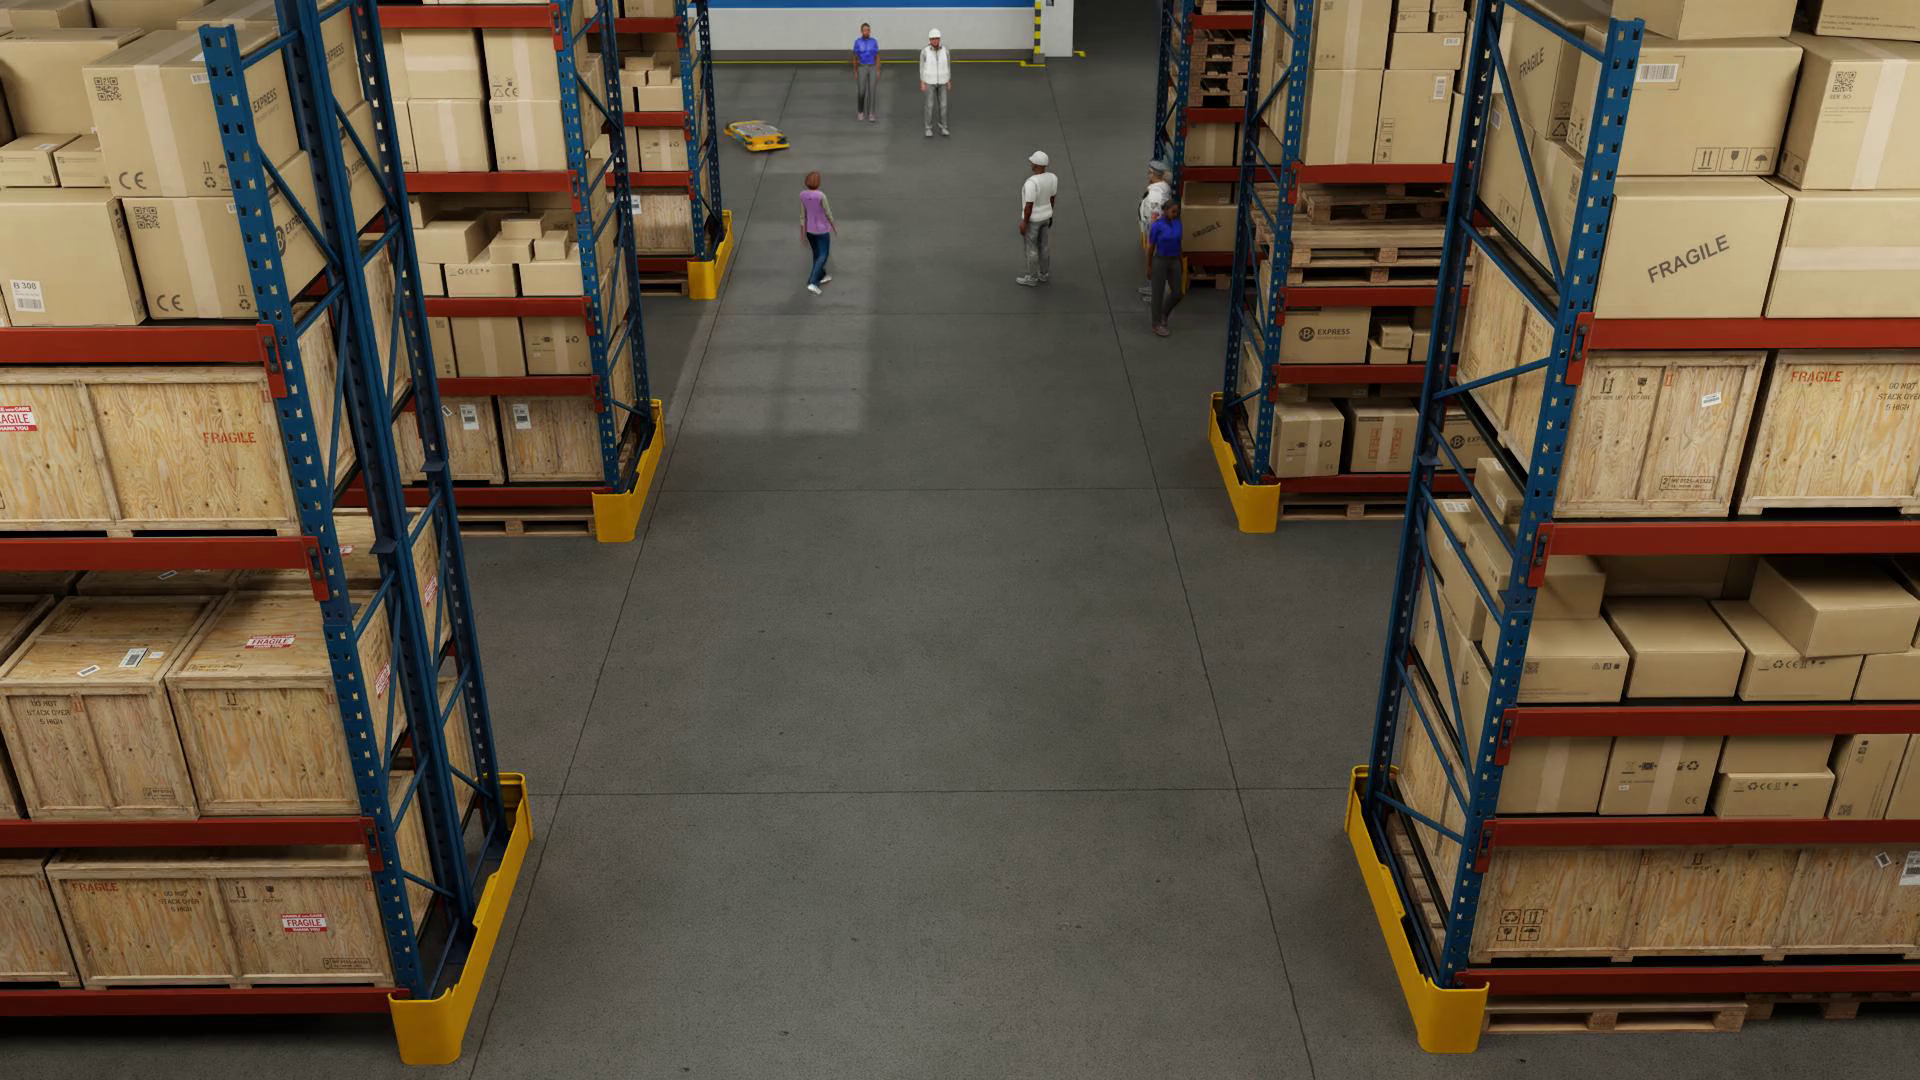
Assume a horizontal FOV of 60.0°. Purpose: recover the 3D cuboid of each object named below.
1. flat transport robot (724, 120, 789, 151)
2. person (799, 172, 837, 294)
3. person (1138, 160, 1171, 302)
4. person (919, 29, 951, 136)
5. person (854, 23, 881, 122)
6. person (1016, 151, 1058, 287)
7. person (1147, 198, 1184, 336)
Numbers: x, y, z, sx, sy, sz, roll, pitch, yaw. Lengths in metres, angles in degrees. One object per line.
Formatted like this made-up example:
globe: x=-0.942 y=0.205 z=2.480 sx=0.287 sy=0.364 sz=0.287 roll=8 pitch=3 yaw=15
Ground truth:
flat transport robot: x=-3.483 y=-6.894 z=28.382 sx=0.659 sy=0.263 sz=1.431 roll=-13 pitch=31 yaw=-23
person: x=-1.834 y=-4.011 z=21.552 sx=0.419 sy=1.574 sz=0.836 roll=13 pitch=31 yaw=23
person: x=2.504 y=-3.938 z=21.227 sx=0.440 sy=1.768 sz=0.548 roll=7 pitch=29 yaw=14
person: x=-0.408 y=-7.831 z=28.463 sx=0.533 sy=1.775 sz=0.379 roll=-7 pitch=29 yaw=-12
person: x=-1.627 y=-8.250 z=29.359 sx=0.453 sy=1.676 sz=0.397 roll=-7 pitch=29 yaw=-12
person: x=0.994 y=-4.210 z=21.738 sx=0.401 sy=1.770 sz=0.552 roll=25 pitch=37 yaw=38
person: x=2.495 y=-3.318 z=20.199 sx=0.478 sy=1.673 sz=0.487 roll=-13 pitch=31 yaw=-23
